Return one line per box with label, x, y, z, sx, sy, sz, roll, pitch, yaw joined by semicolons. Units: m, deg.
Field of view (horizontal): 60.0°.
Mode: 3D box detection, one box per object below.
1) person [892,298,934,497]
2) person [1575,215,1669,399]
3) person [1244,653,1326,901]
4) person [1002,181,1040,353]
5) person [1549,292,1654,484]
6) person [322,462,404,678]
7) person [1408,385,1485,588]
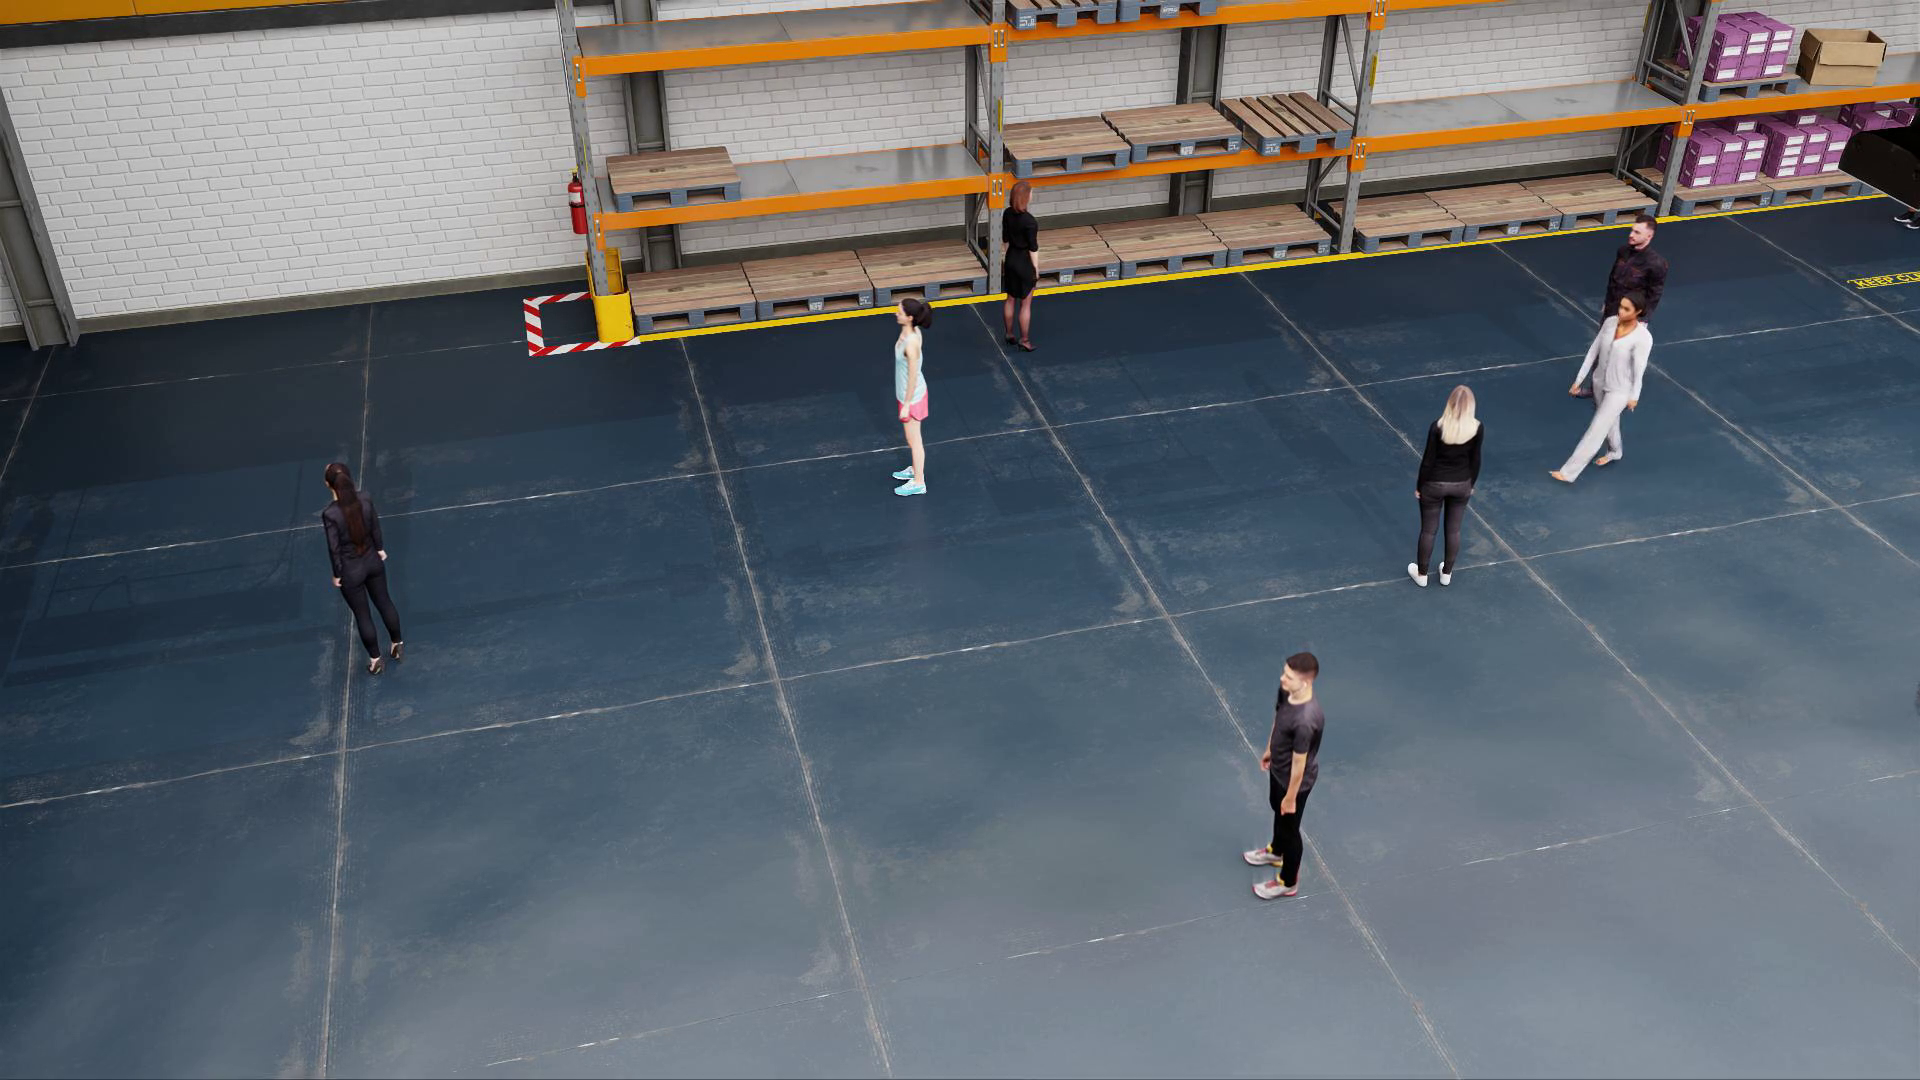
person;-0.412;-1.190;13.721;0.652;1.764;0.648;-1;34;-1
person;5.999;-2.060;14.946;0.668;1.857;0.749;-14;36;-20
person;1.964;1.375;9.865;0.612;1.761;0.676;-2;34;-3
person;0.573;-2.615;15.919;0.647;1.706;0.658;-26;41;-33
person;5.532;-1.299;13.956;1.217;1.686;0.792;-15;36;-21
person;-4.213;0.198;11.682;0.700;1.711;0.620;21;39;28
person;3.680;-0.400;12.604;0.560;1.685;0.728;0;34;0
